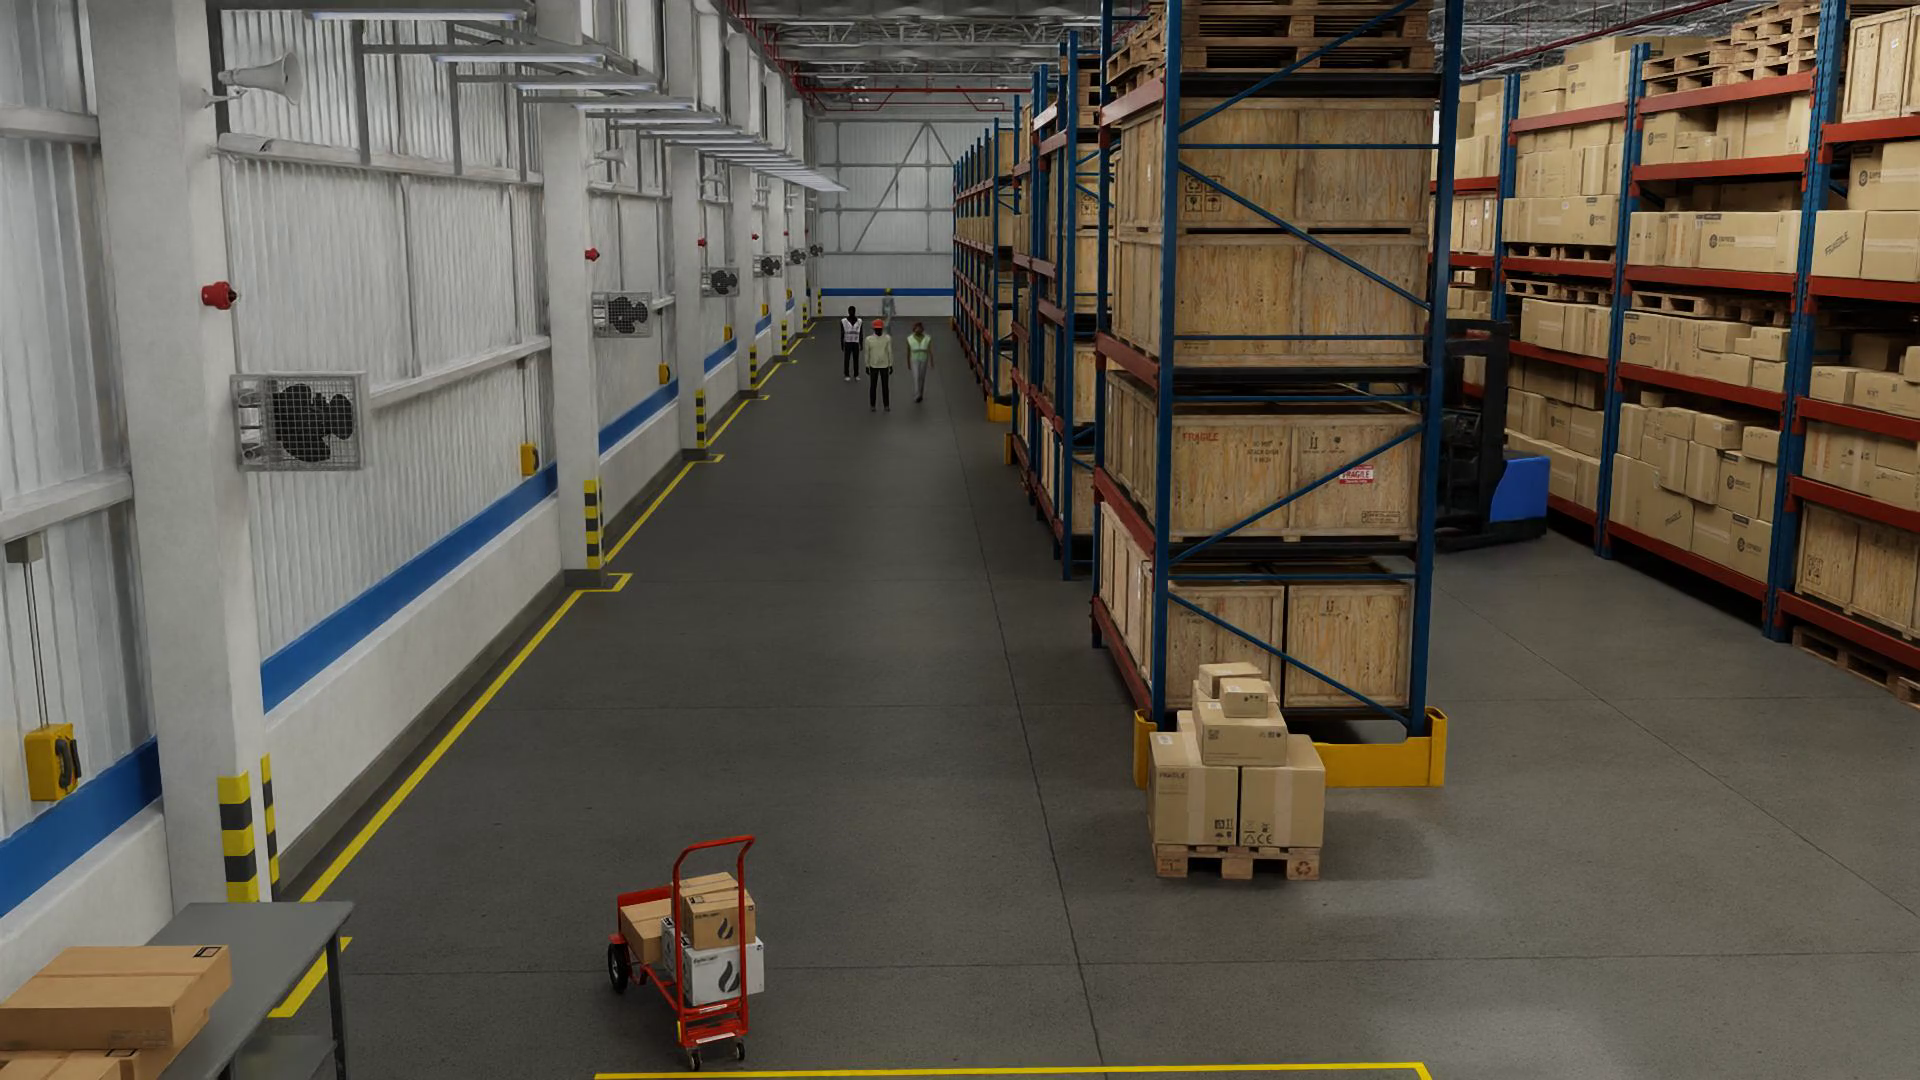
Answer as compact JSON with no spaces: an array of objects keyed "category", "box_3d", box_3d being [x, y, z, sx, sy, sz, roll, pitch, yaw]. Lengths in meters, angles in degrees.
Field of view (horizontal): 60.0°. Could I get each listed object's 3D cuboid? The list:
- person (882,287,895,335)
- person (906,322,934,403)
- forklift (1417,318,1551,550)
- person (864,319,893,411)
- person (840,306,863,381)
[{"category":"person","box_3d":[-2.584,-8.151,59.257,0.486,1.720,0.651,7,13,34]},{"category":"person","box_3d":[-0.917,-4.017,37.565,0.589,1.808,0.934,-2,11,-10]},{"category":"forklift","box_3d":[6.521,-1.401,21.140,1.873,2.768,1.129,-6,12,-28]},{"category":"person","box_3d":[-1.740,-3.743,35.665,0.618,1.986,0.410,-2,11,-9]},{"category":"person","box_3d":[-2.769,-5.026,42.526,0.589,1.912,0.398,-4,11,-19]}]
